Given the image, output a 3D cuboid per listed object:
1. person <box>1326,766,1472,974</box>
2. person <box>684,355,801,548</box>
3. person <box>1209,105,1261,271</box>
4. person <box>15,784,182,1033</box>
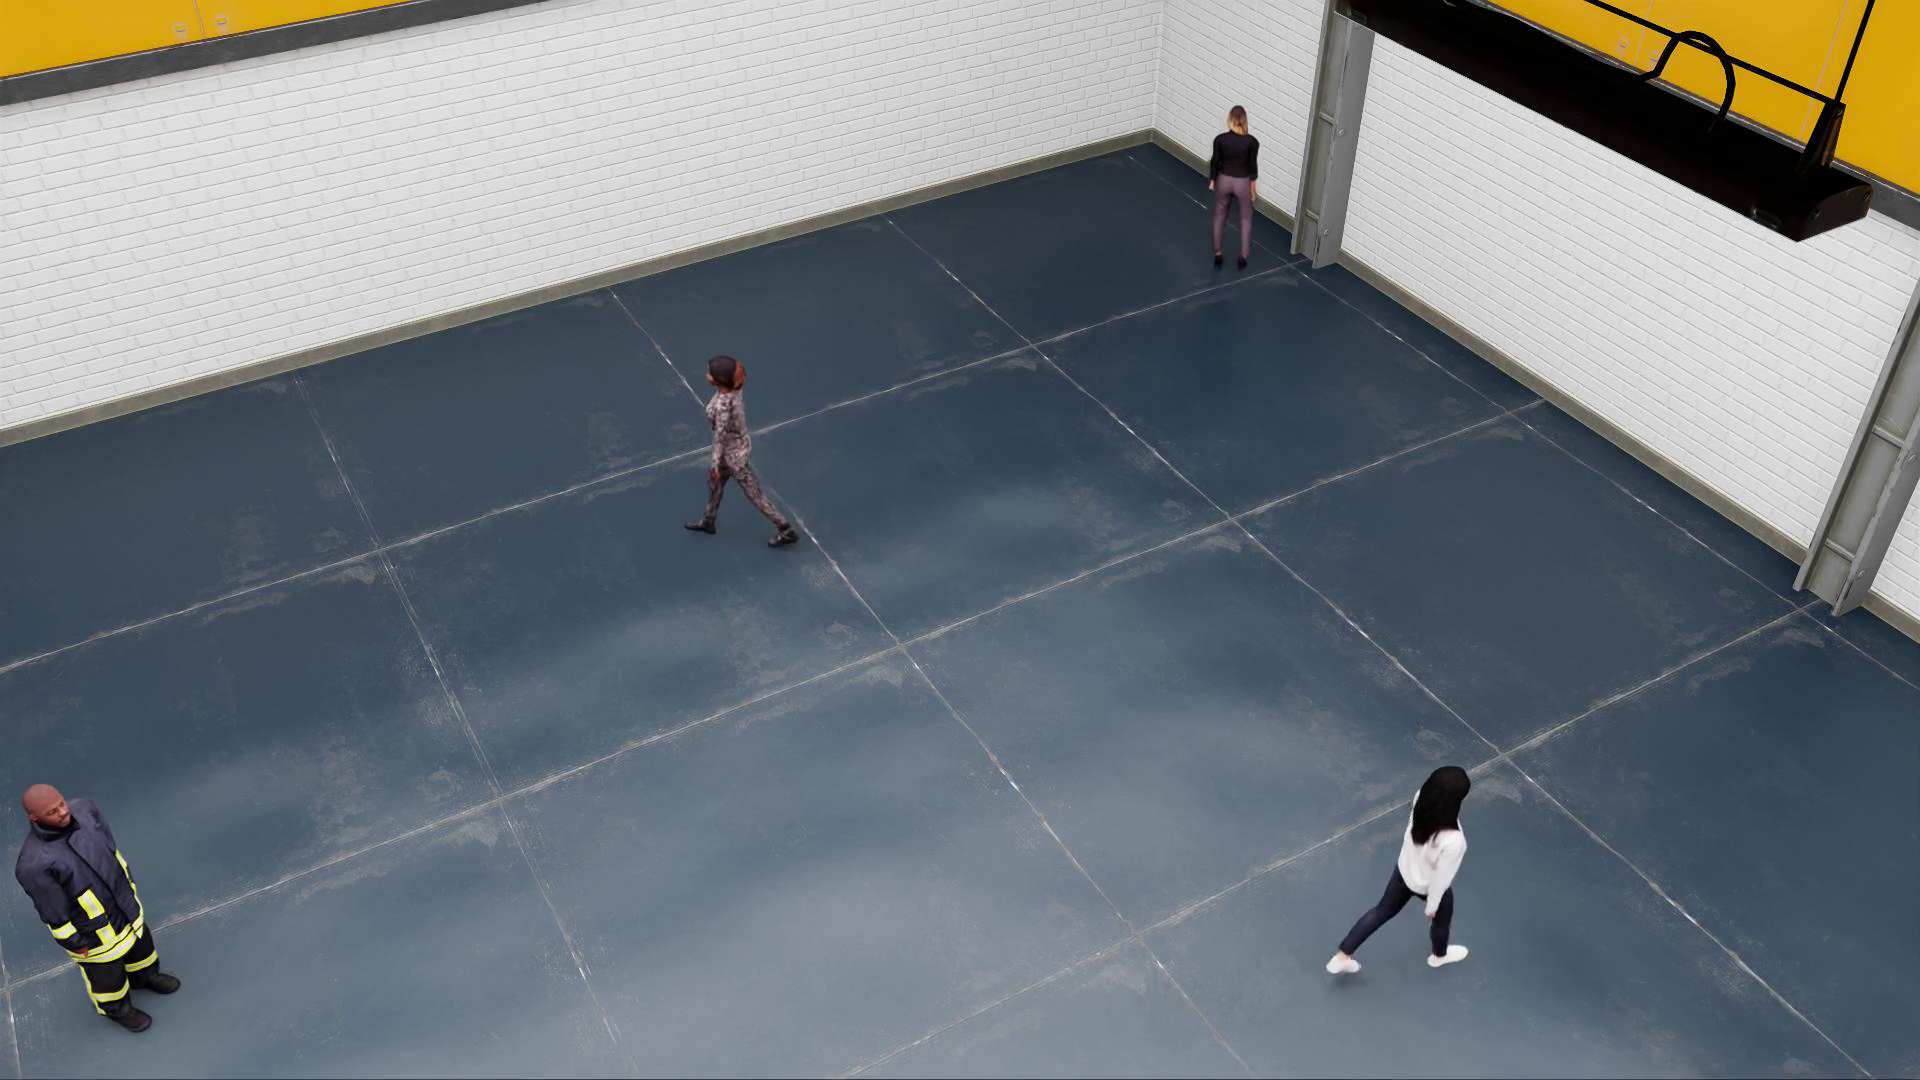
[{"bbox_3d":[2.498,1.907,9.318,0.829,1.662,1.099,-13,40,-16],"label":"person"},{"bbox_3d":[-1.600,-0.609,12.462,1.106,1.669,1.146,4,39,5],"label":"person"},{"bbox_3d":[2.588,-3.317,15.857,0.686,1.664,0.753,12,40,14],"label":"person"},{"bbox_3d":[-4.774,1.968,9.113,0.910,1.822,0.843,8,39,10],"label":"person"}]
